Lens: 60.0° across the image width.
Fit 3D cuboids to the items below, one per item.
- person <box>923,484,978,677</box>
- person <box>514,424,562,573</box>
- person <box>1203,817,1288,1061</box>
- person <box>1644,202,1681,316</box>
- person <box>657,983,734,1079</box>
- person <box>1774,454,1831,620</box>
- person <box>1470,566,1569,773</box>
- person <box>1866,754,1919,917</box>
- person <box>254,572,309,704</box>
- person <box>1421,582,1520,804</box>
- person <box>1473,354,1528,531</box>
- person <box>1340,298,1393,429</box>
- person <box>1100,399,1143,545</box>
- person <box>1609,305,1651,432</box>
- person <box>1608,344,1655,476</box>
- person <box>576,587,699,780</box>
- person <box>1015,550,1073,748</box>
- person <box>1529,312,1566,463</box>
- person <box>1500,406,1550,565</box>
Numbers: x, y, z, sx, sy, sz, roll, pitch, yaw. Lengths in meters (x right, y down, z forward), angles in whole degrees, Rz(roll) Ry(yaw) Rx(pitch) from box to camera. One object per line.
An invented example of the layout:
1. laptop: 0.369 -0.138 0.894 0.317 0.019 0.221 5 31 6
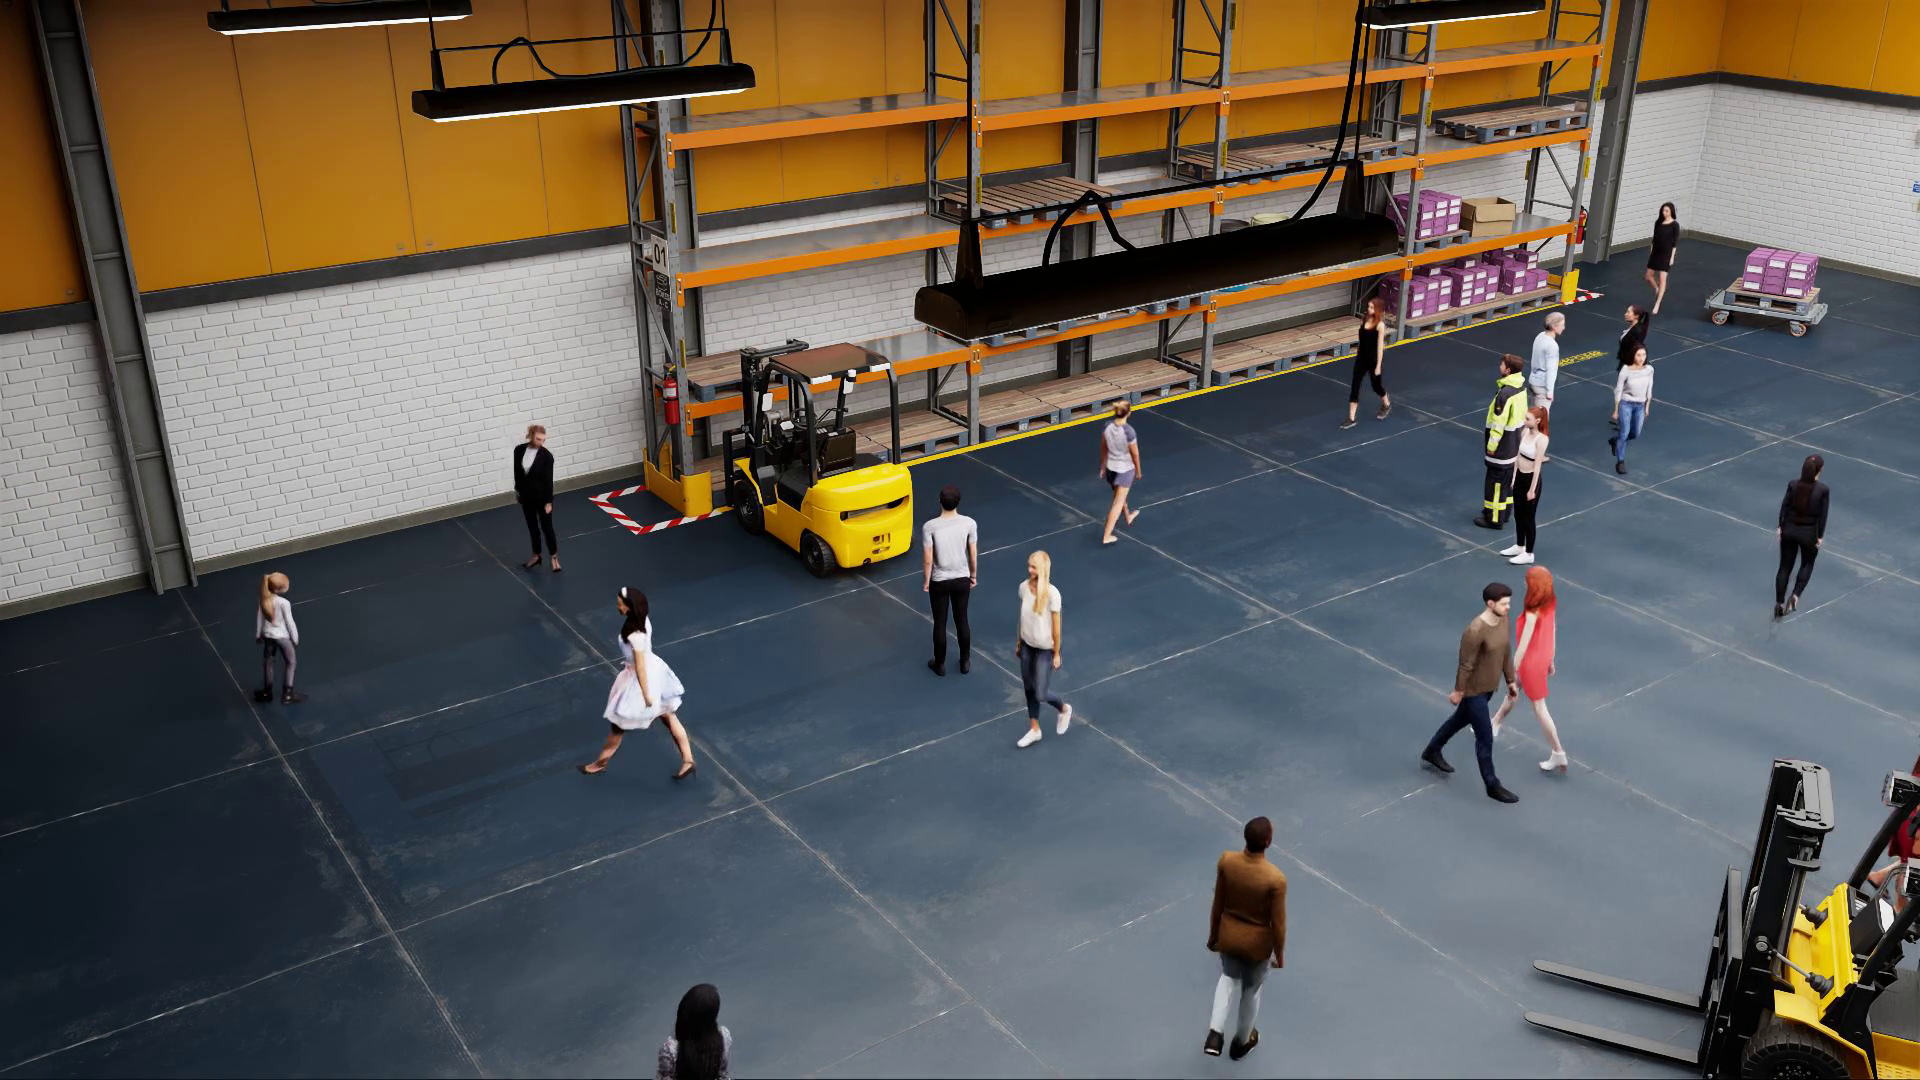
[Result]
1. person: -0.093 0.370 15.280 0.635 1.864 0.796 -5 24 -12
2. person: -4.468 -0.448 17.383 0.769 1.679 0.780 14 27 29
3. person: 1.743 2.543 10.382 0.816 1.804 0.927 15 28 30
4. person: 11.225 -4.484 26.472 0.730 1.792 0.620 -17 29 -34
5. person: -1.468 3.205 9.027 0.601 1.676 0.784 -18 30 -36
6. person: 8.229 -0.002 16.341 0.675 1.695 0.701 19 30 37
7. person: 4.809 1.108 13.708 0.887 1.770 1.135 19 30 36
8. person: 6.804 2.025 11.893 0.713 1.544 0.738 21 31 39
9. person: -6.155 0.878 14.871 0.702 1.259 0.718 3 24 7
10. person: 4.125 1.163 13.499 0.866 1.838 1.152 21 31 40
11. person: 6.063 -1.106 18.509 0.903 1.981 0.722 16 28 32
12. person: 5.381 -2.305 21.613 1.141 1.692 0.638 -19 30 -36
13. person: 1.699 -0.711 18.117 0.718 1.571 1.080 21 31 39
14. person: 8.672 -2.240 21.507 0.737 1.658 0.662 6 24 14
15. person: 8.070 -1.607 20.113 0.866 1.614 0.873 -3 24 -7
16. person: -2.458 1.220 13.471 1.292 1.755 1.116 0 24 1
17. person: 0.731 0.904 14.135 0.782 1.802 0.637 -20 31 -38
18. person: 7.131 -1.884 20.406 0.793 1.888 0.753 2 24 4
19. person: 6.034 -0.594 17.638 0.624 1.741 0.644 -5 24 -12
